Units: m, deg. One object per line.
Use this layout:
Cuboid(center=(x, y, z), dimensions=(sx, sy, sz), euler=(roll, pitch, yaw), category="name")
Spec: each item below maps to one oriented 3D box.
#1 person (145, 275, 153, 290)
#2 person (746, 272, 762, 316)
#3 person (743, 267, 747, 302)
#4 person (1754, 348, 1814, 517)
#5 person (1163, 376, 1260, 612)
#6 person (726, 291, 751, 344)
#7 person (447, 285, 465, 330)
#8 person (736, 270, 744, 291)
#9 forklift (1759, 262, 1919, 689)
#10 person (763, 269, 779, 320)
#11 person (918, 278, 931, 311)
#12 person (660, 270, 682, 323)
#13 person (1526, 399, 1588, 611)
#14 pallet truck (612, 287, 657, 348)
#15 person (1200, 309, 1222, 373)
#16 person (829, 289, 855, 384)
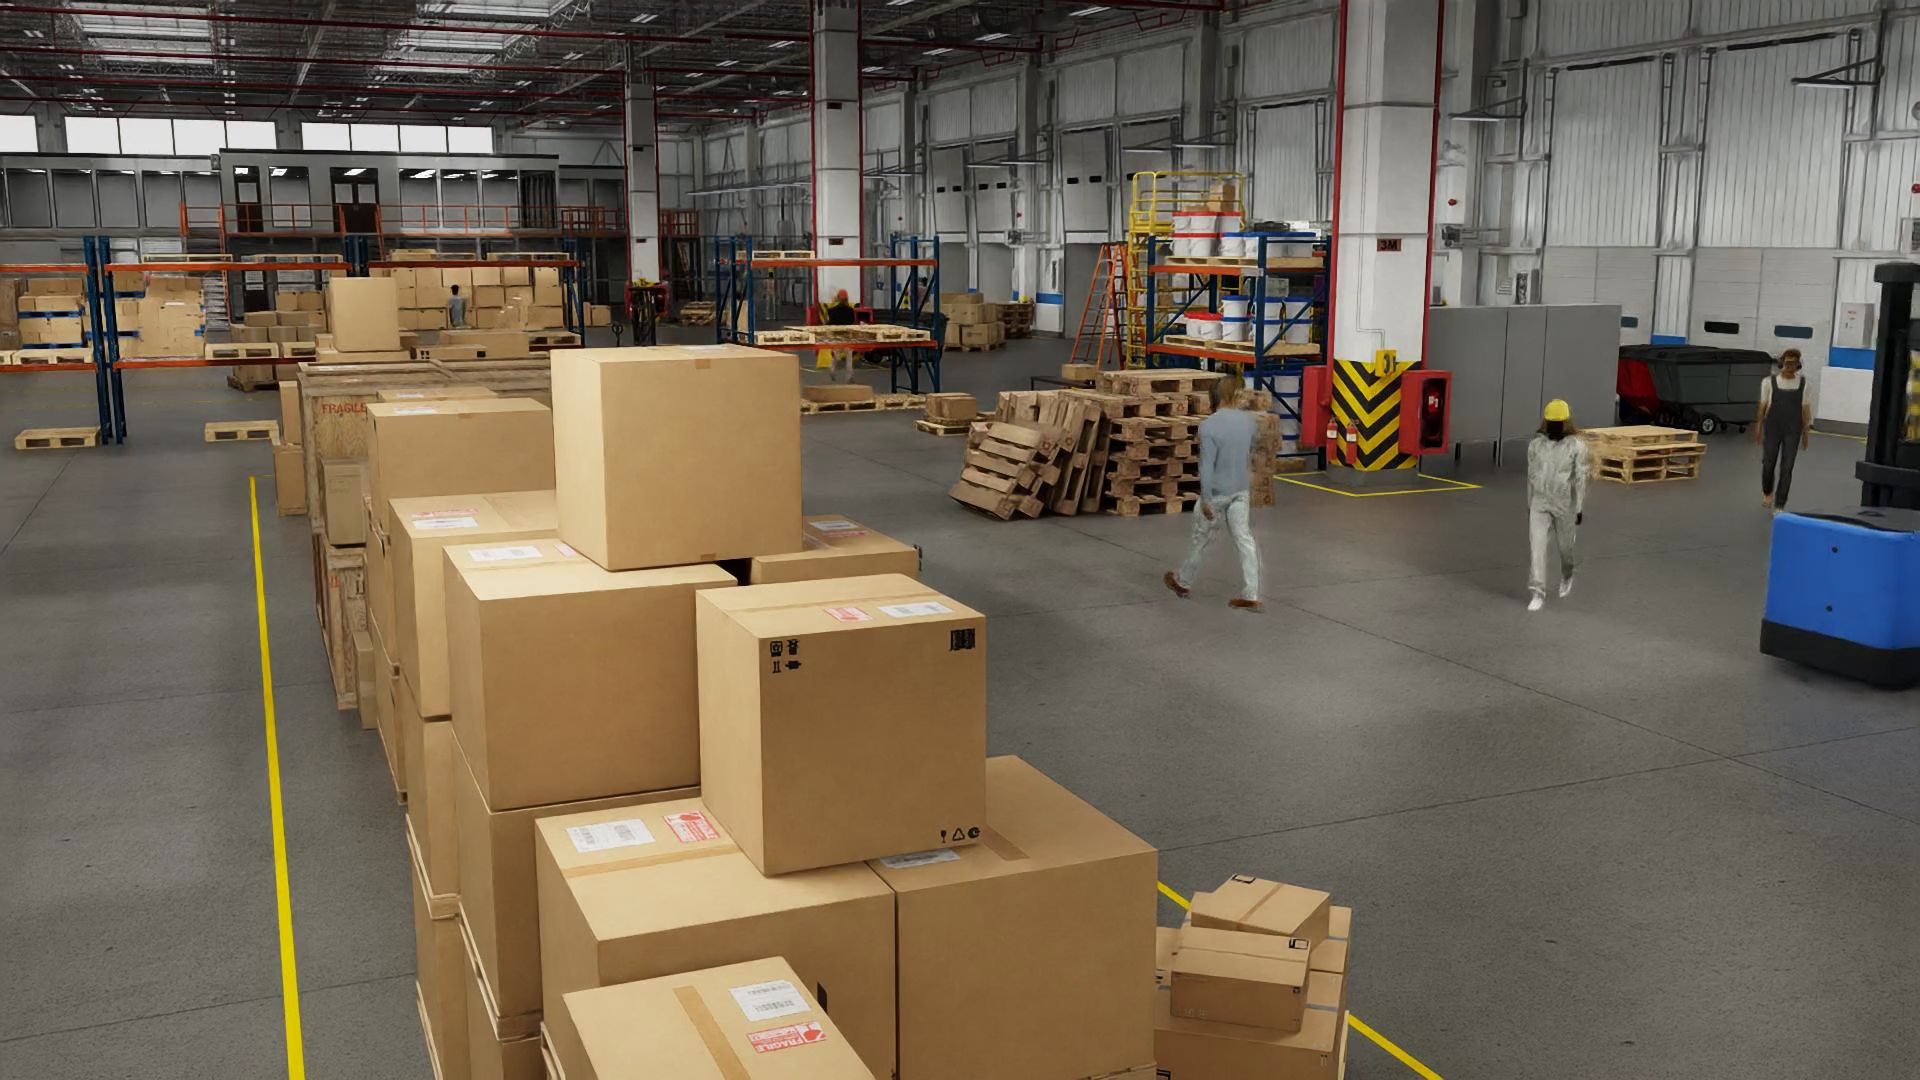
Cuboid(center=(-22.105, -6.239, 45.543), dimensions=(0.905, 1.981, 0.702), euler=(-10, 14, -43), category="person")
Cuboid(center=(-7.960, -9.467, 64.045), dimensions=(0.894, 1.720, 0.540), euler=(5, 12, 27), category="person")
Cuboid(center=(-9.179, -10.719, 70.379), dimensions=(0.622, 1.932, 0.603), euler=(-1, 10, -4), category="person")
Cuboid(center=(8.888, -1.160, 17.967), dimensions=(0.539, 1.830, 0.464), euler=(4, 11, 21), category="person")
Cuboid(center=(2.105, -0.393, 13.589), dimensions=(0.636, 1.884, 1.012), euler=(-6, 12, -30), category="person")
Cuboid(center=(-5.073, -4.831, 38.300), dimensions=(0.654, 1.789, 0.945), euler=(0, 10, -1), category="person")
Cuboid(center=(-12.884, -5.607, 42.519), dimensions=(0.519, 1.820, 0.977), euler=(-9, 13, -39), category="person")
Cuboid(center=(-8.448, -9.326, 63.047), dimensions=(0.881, 1.806, 0.632), euler=(6, 12, 29), category="person")
Cuboid(center=(6.712, -0.511, 11.503), dimensions=(1.873, 2.768, 1.129), euler=(-4, 11, -23), category="forklift")
Cuboid(center=(-6.951, -9.058, 61.229), dimensions=(0.587, 1.930, 0.359), euler=(0, 10, -2), category="person")
Cuboid(center=(-1.230, -8.252, 57.554), dimensions=(0.540, 1.651, 0.897), euler=(-5, 12, -27), category="person")
Cuboid(center=(-10.436, -8.670, 59.222), dimensions=(1.015, 1.888, 0.561), euler=(-4, 11, -19), category="person")
Cuboid(center=(4.878, -0.312, 13.613), dimensions=(0.492, 1.715, 0.798), euler=(7, 12, 33), category="person")
Cuboid(center=(-6.464, -4.406, 35.401), dimensions=(0.823, 1.965, 1.885), euler=(6, 12, 32), category="pallet truck")
Cuboid(center=(4.014, -2.761, 26.650), dimensions=(0.337, 1.882, 0.585), euler=(5, 11, 25), category="person")
Cuboid(center=(-2.482, -4.244, 34.615), dimensions=(0.631, 1.965, 0.907), euler=(-5, 12, -28), category="person")
